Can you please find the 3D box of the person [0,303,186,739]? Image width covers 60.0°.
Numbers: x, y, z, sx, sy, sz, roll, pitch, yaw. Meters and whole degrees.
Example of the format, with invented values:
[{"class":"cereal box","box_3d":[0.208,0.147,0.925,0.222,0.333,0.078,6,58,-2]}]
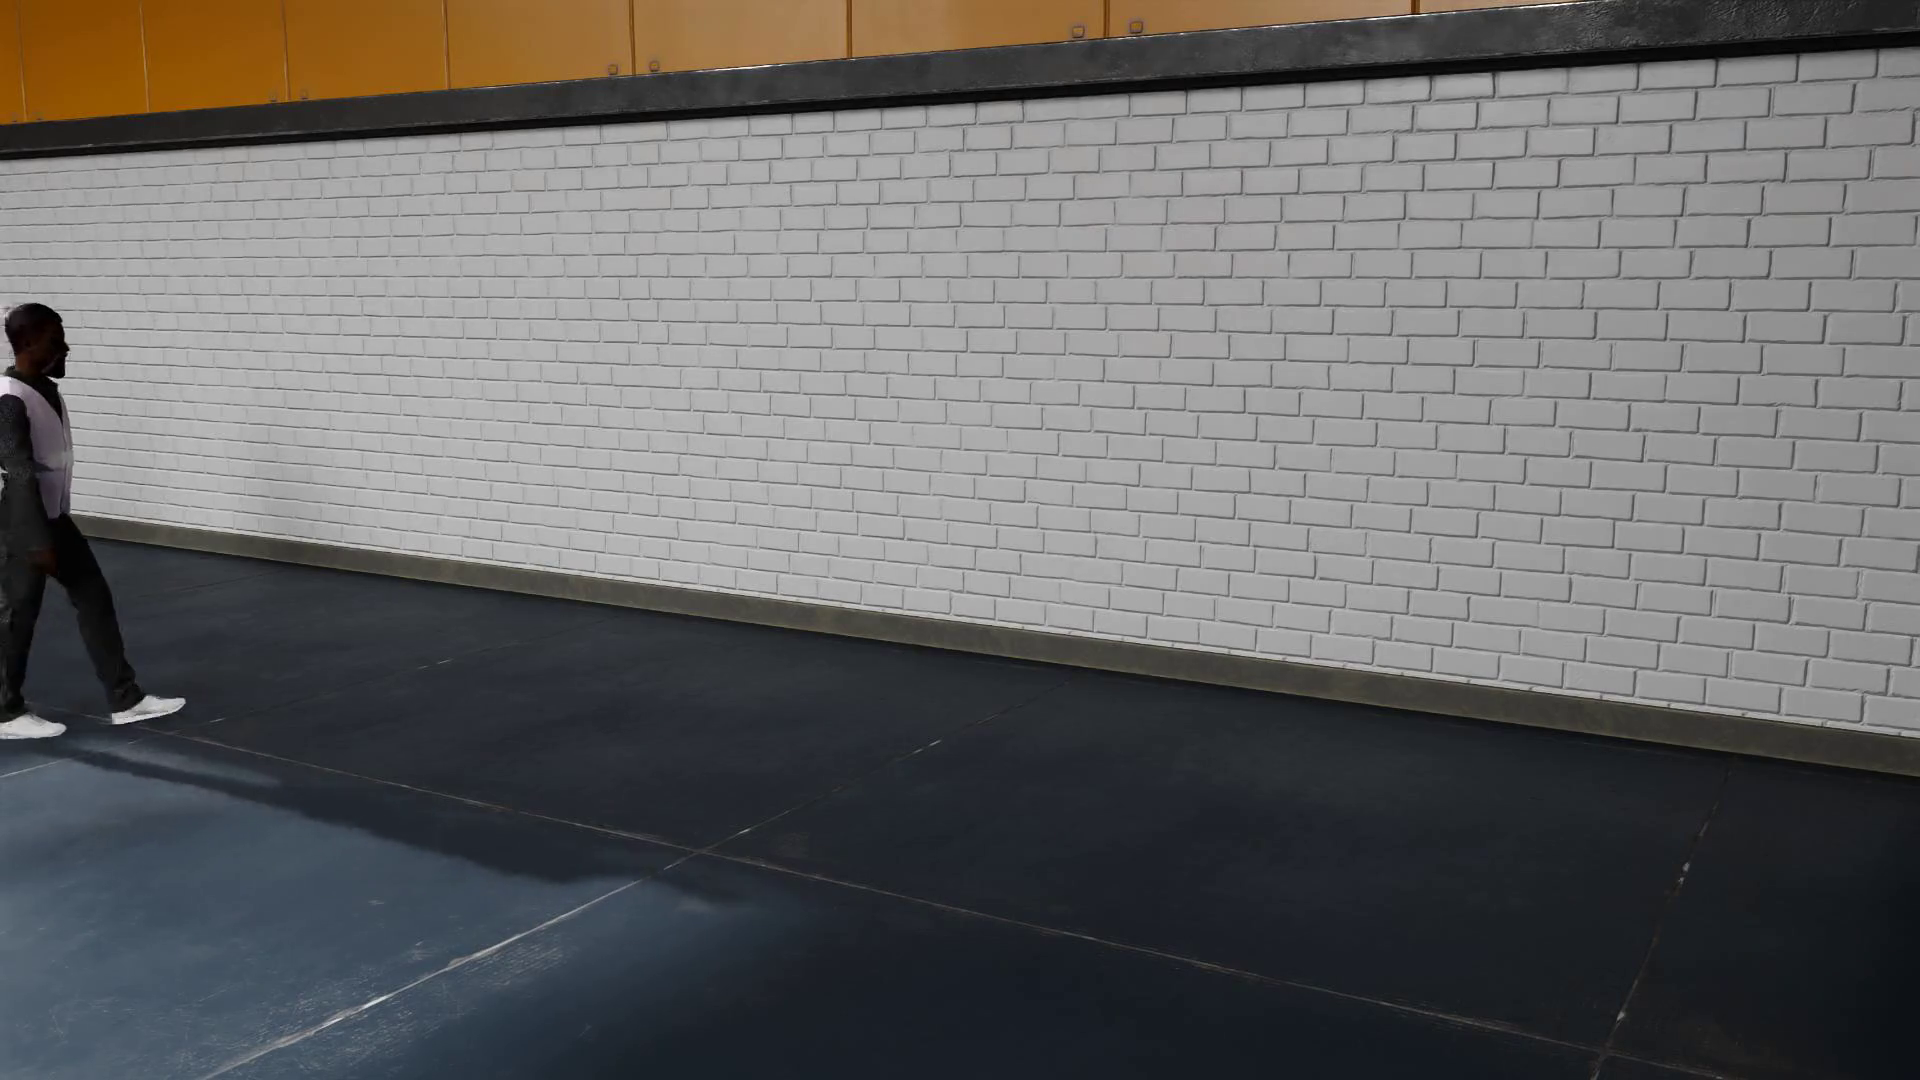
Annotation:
[{"class":"person","box_3d":[-3.846,-0.068,7.202,0.883,1.885,0.632,-2,9,-11]}]
